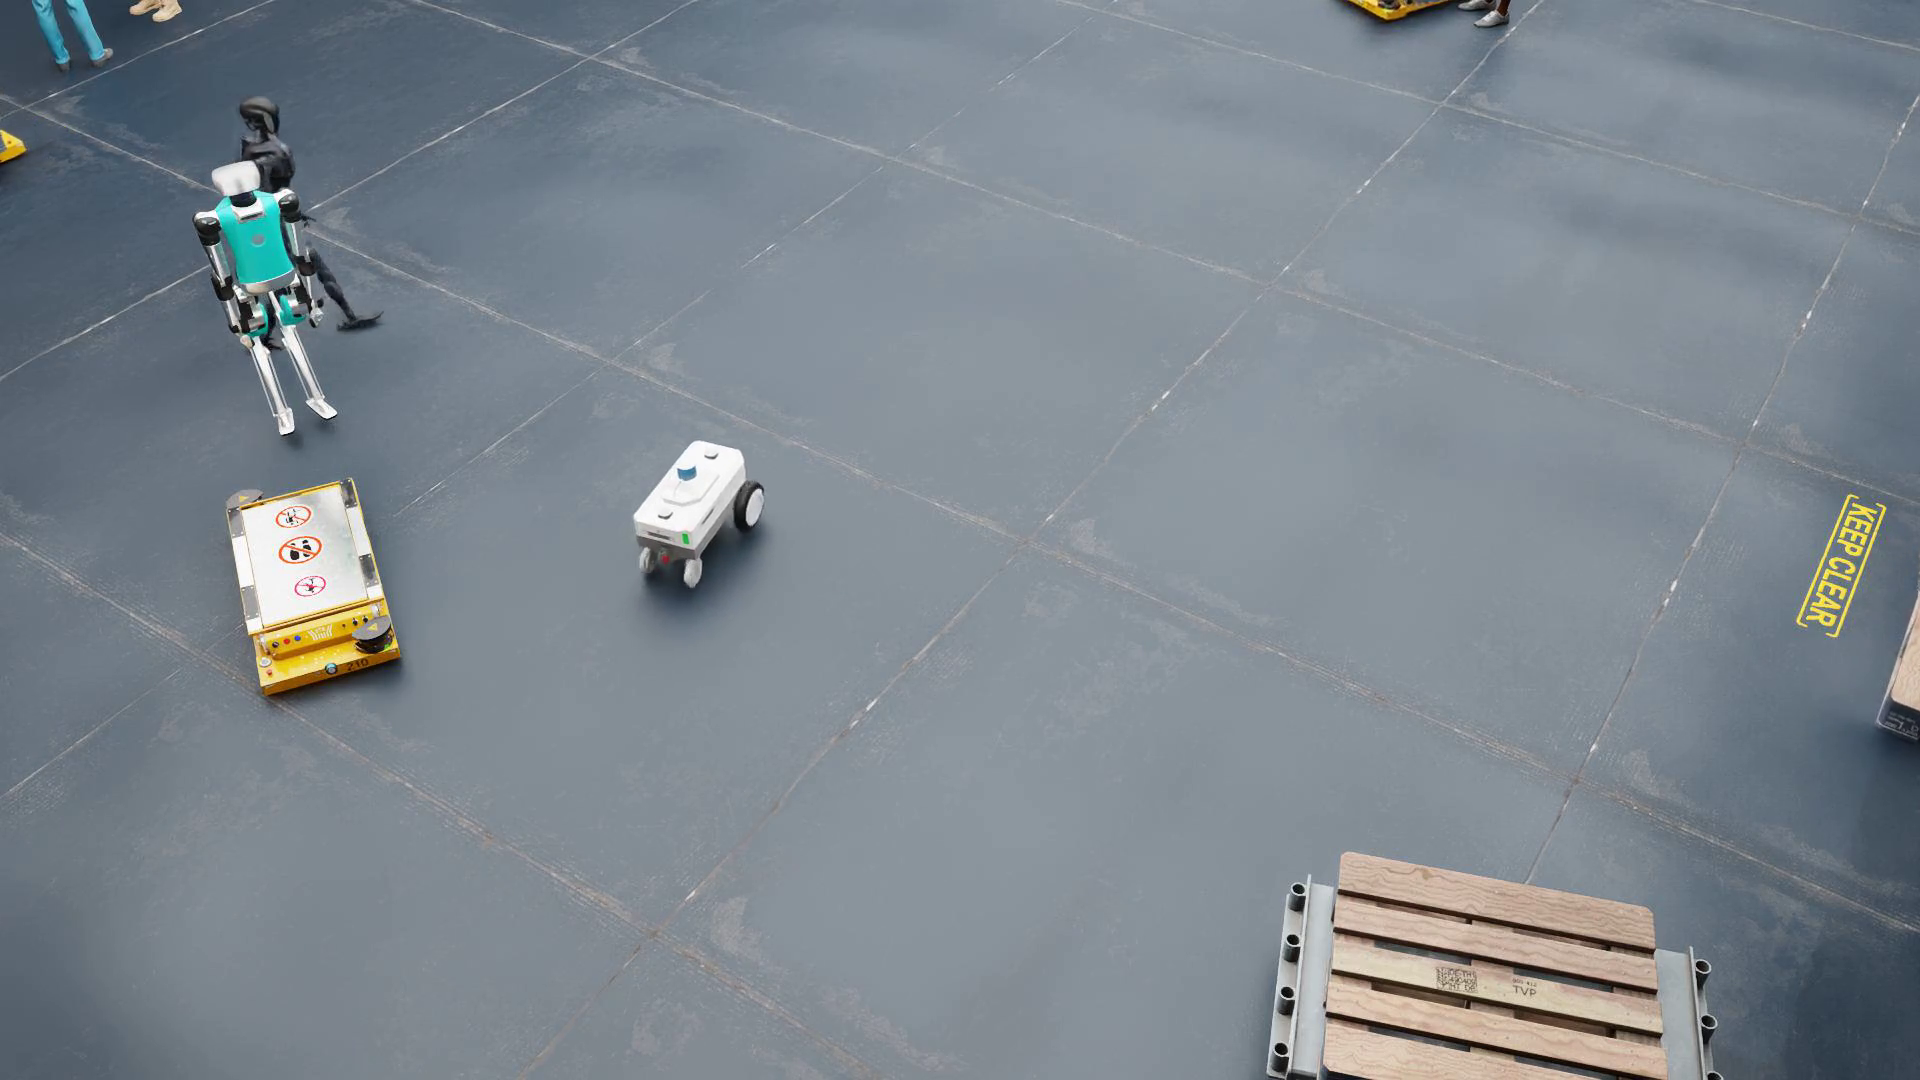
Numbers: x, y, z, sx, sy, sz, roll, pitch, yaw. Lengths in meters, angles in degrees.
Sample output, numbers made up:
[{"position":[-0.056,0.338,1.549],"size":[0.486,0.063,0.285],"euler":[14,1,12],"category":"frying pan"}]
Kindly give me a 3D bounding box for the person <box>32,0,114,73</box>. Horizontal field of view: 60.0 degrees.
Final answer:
[{"position":[-6.966,-4.442,12.570],"size":[0.565,1.839,0.378],"euler":[-9,43,-10],"category":"person"}]

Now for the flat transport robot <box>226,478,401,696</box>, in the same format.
[{"position":[-3.355,0.180,8.578],"size":[0.659,0.231,1.431],"euler":[-16,44,-18],"category":"flat transport robot"}]

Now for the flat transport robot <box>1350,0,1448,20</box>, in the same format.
[{"position":[3.957,-4.753,14.098],"size":[1.431,0.231,0.659],"euler":[-21,46,-22],"category":"flat transport robot"}]

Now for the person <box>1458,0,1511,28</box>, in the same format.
[{"position":[4.391,-5.049,13.177],"size":[0.421,1.938,0.568],"euler":[-6,42,-6],"category":"person"}]

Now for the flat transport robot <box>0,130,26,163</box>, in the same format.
[{"position":[-7.454,-2.630,11.722],"size":[0.659,0.231,1.431],"euler":[27,48,27],"category":"flat transport robot"}]

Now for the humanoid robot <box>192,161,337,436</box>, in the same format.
[{"position":[-3.822,-1.384,9.126],"size":[0.533,1.677,0.735],"euler":[-24,47,-25],"category":"humanoid robot"}]

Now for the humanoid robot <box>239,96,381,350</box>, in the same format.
[{"position":[-4.022,-1.860,9.841],"size":[0.772,1.622,0.613],"euler":[-9,43,-10],"category":"humanoid robot"}]

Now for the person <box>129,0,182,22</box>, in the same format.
[{"position":[-6.685,-5.041,13.310],"size":[0.491,1.746,0.309],"euler":[21,46,22],"category":"person"}]

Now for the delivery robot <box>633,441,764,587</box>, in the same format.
[{"position":[-1.404,-0.190,8.774],"size":[0.499,0.591,0.768],"euler":[14,44,15],"category":"delivery robot"}]
